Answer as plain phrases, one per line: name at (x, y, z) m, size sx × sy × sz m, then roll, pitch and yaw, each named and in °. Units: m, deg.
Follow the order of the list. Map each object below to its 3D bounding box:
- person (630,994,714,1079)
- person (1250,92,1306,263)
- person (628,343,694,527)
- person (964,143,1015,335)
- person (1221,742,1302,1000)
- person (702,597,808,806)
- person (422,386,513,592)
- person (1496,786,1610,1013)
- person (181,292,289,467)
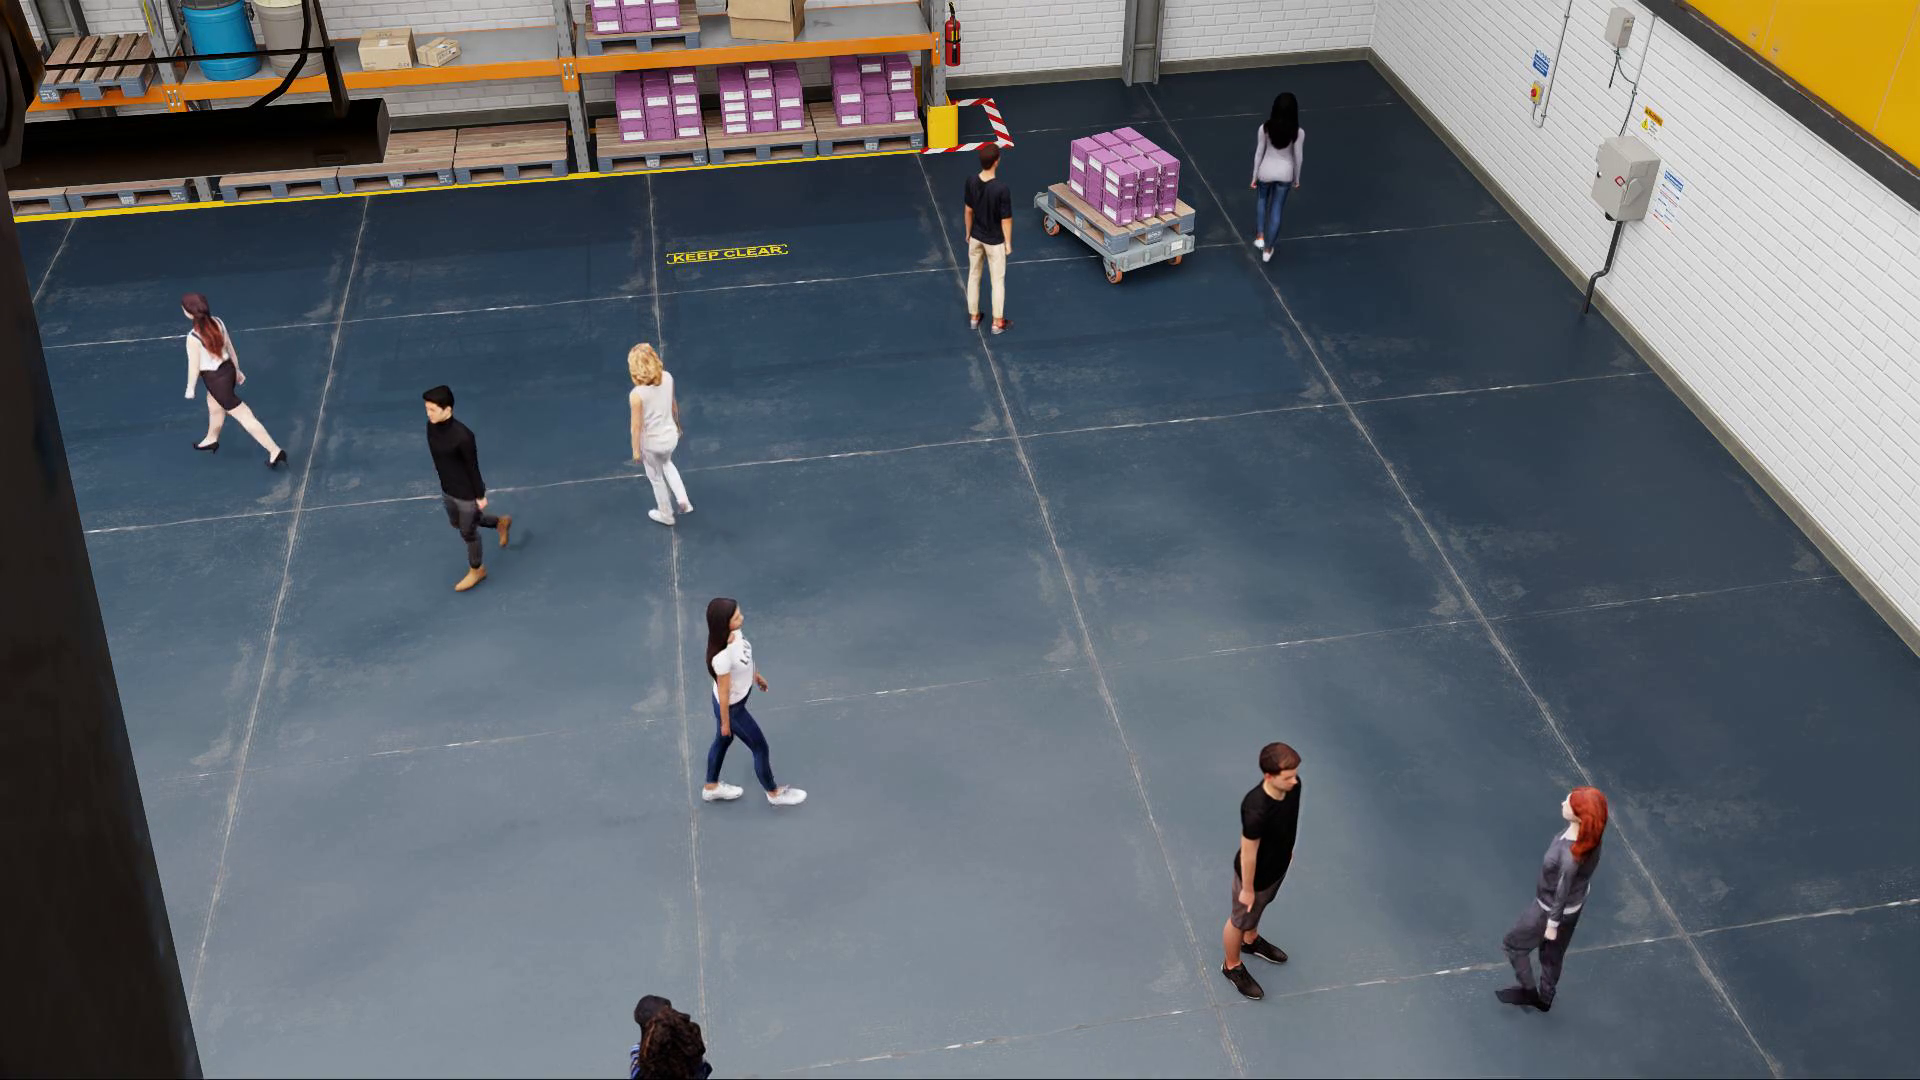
person at (-1.457, 2.850, 8.448) m, size 0.760 × 1.617 × 0.679 m, roll 28°, pitch 47°, yaw 31°
person at (3.088, -3.523, 16.344) m, size 0.695 × 1.722 × 0.793 m, roll 9°, pitch 39°, yaw 11°
person at (-2.302, -0.779, 12.958) m, size 0.819 × 1.659 × 0.757 m, roll 26°, pitch 45°, yaw 28°
person at (0.257, -2.770, 15.291) m, size 0.684 × 1.858 × 0.762 m, roll 21°, pitch 43°, yaw 24°
person at (1.728, 1.836, 9.522) m, size 0.816 × 1.862 × 0.750 m, roll 25°, pitch 45°, yaw 28°
person at (-1.543, 1.061, 10.581) m, size 0.933 × 1.751 × 0.651 m, roll -5°, pitch 39°, yaw -6°
person at (-3.696, -0.447, 12.504) m, size 0.961 × 1.706 × 1.039 m, roll 26°, pitch 46°, yaw 29°
person at (3.426, 2.074, 9.305) m, size 0.759 × 1.761 × 0.697 m, roll 24°, pitch 44°, yaw 27°
person at (-5.952, -1.248, 13.597) m, size 1.170 × 1.594 × 0.827 m, roll 6°, pitch 39°, yaw 7°
